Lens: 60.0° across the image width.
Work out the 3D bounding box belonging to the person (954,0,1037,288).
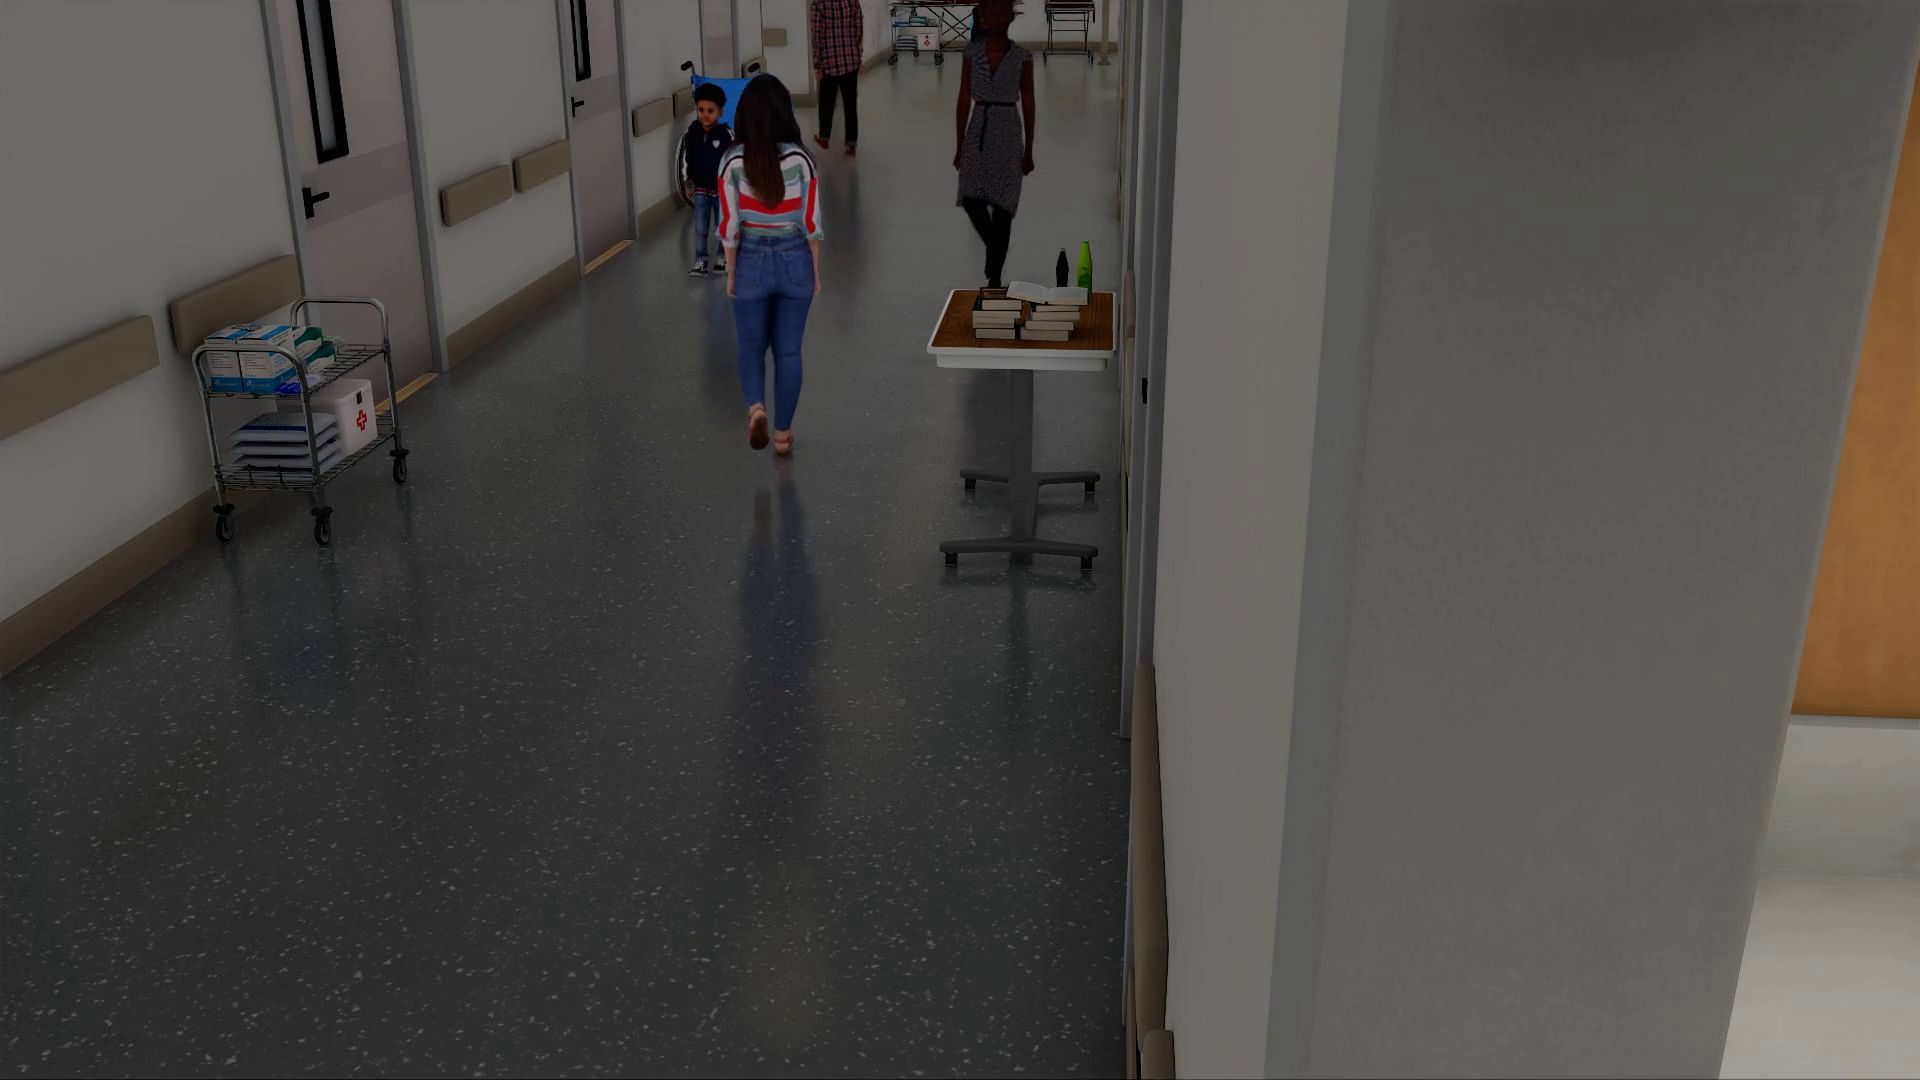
[{"bbox_3d":[0.220,-2.293,9.826,0.676,1.779,0.808,4,21,11],"label":"person"}]

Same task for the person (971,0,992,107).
[{"bbox_3d":[0.288,-5.075,17.568,0.593,1.498,0.610,5,21,13],"label":"person"}]

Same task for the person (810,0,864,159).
[{"bbox_3d":[-1.112,-4.444,15.573,0.984,1.732,1.199,-7,22,-17],"label":"person"}]

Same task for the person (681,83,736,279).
[{"bbox_3d":[-1.566,-2.289,10.626,0.570,1.206,0.704,4,21,10],"label":"person"}]

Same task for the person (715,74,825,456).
[{"bbox_3d":[-0.783,-1.102,6.932,0.665,1.602,0.810,-1,21,-4],"label":"person"}]
